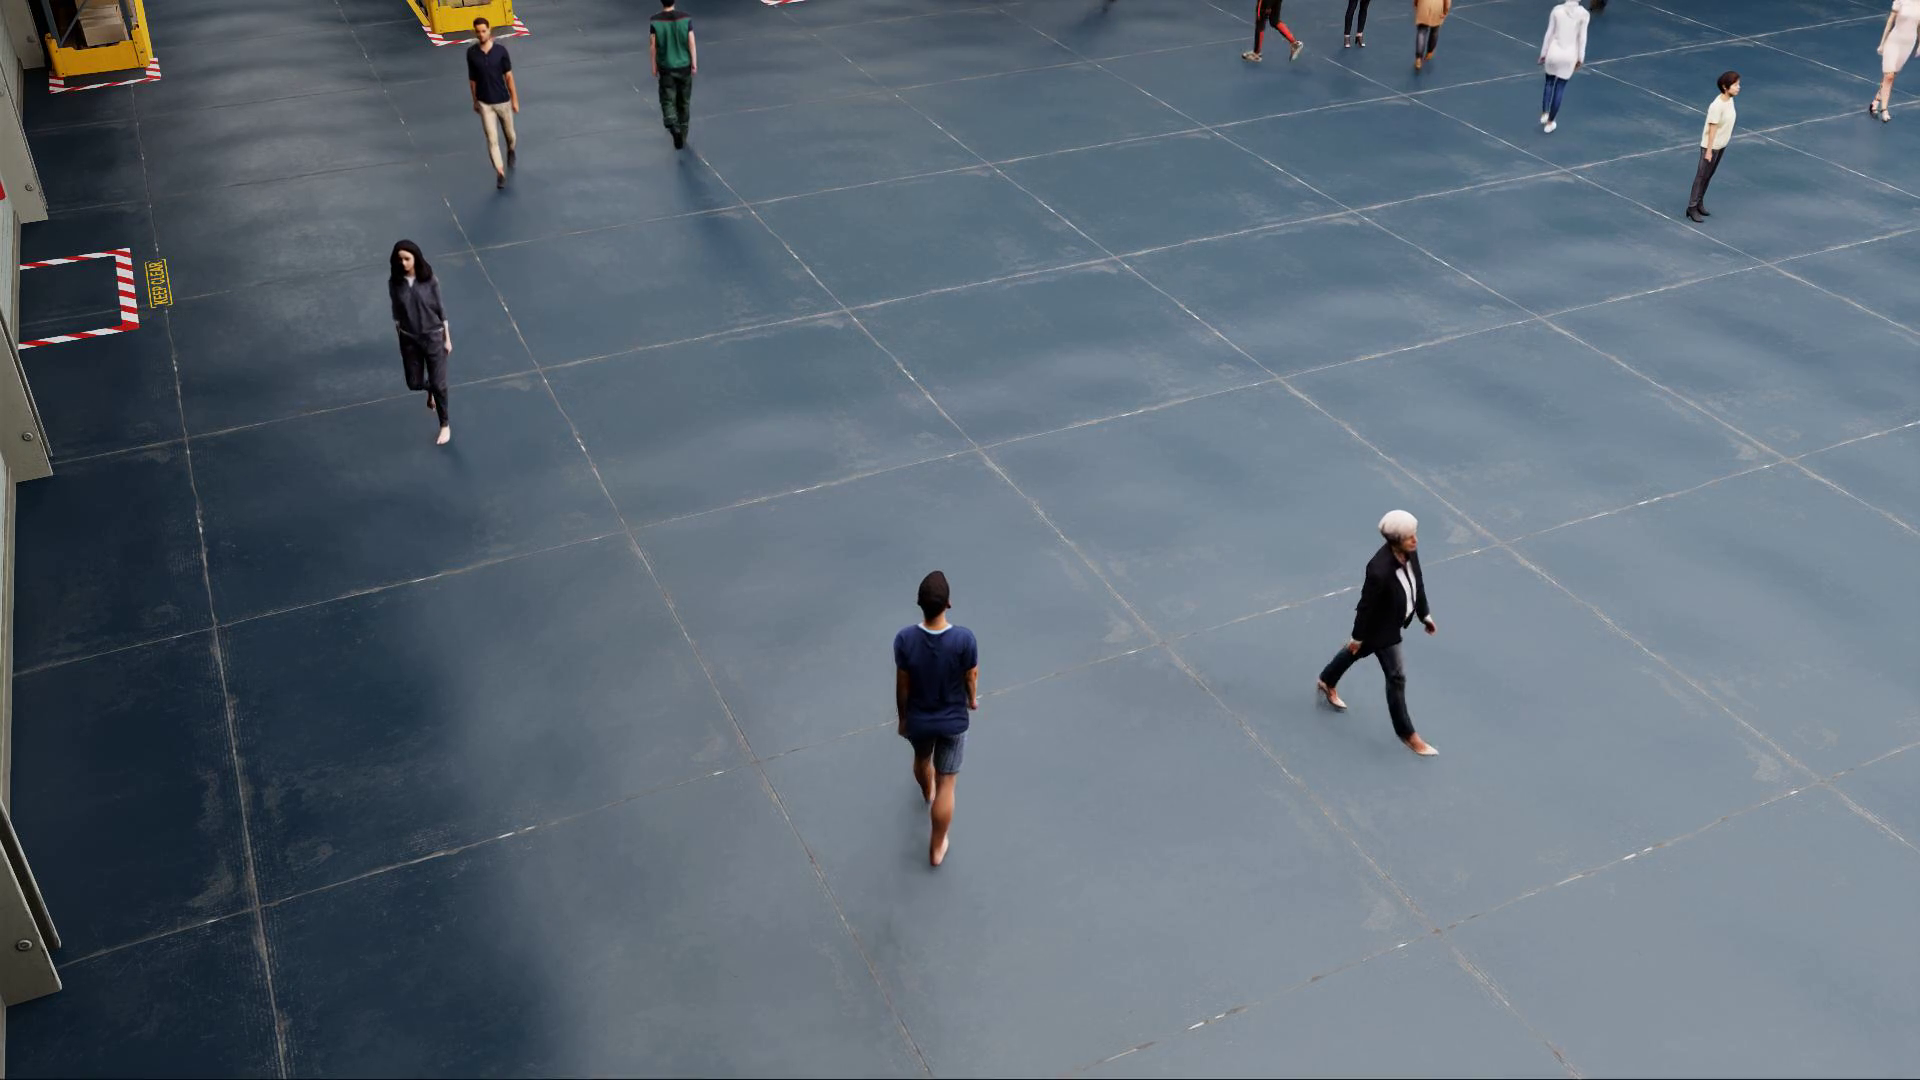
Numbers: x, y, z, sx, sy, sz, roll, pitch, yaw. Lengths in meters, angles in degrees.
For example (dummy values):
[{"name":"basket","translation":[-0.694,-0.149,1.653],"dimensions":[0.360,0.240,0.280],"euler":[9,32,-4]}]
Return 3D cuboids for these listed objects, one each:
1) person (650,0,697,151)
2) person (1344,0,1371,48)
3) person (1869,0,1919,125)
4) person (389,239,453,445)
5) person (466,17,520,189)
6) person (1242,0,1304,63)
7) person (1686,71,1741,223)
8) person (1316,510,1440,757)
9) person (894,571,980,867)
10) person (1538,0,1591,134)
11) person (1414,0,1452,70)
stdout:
[{"name":"person","translation":[-3.334,-5.491,19.453],"dimensions":[0.786,1.883,1.068],"euler":[-8,34,-12]},{"name":"person","translation":[5.564,-7.724,23.009],"dimensions":[0.674,1.748,0.682],"euler":[-6,34,-9]},{"name":"person","translation":[11.500,-6.057,20.409],"dimensions":[0.983,1.788,1.135],"euler":[5,33,8]},{"name":"person","translation":[-4.399,-1.683,13.721],"dimensions":[0.768,1.748,0.905],"euler":[-2,33,-3]},{"name":"person","translation":[-5.217,-4.940,18.653],"dimensions":[0.822,1.830,1.173],"euler":[-6,34,-10]},{"name":"person","translation":[4.265,-7.274,22.280],"dimensions":[1.165,1.789,0.958],"euler":[21,38,29]},{"name":"person","translation":[8.044,-4.210,17.753],"dimensions":[0.623,1.588,0.654],"euler":[24,40,32]},{"name":"person","translation":[2.609,0.492,10.423],"dimensions":[1.234,1.743,1.069],"euler":[23,40,31]},{"name":"person","translation":[-0.142,1.072,9.429],"dimensions":[0.958,1.809,1.128],"euler":[5,33,7]},{"name":"person","translation":[7.214,-5.775,19.996],"dimensions":[0.804,1.767,0.874],"euler":[17,37,25]},{"name":"person","translation":[6.243,-7.090,22.090],"dimensions":[1.104,1.687,1.174],"euler":[11,35,17]}]
